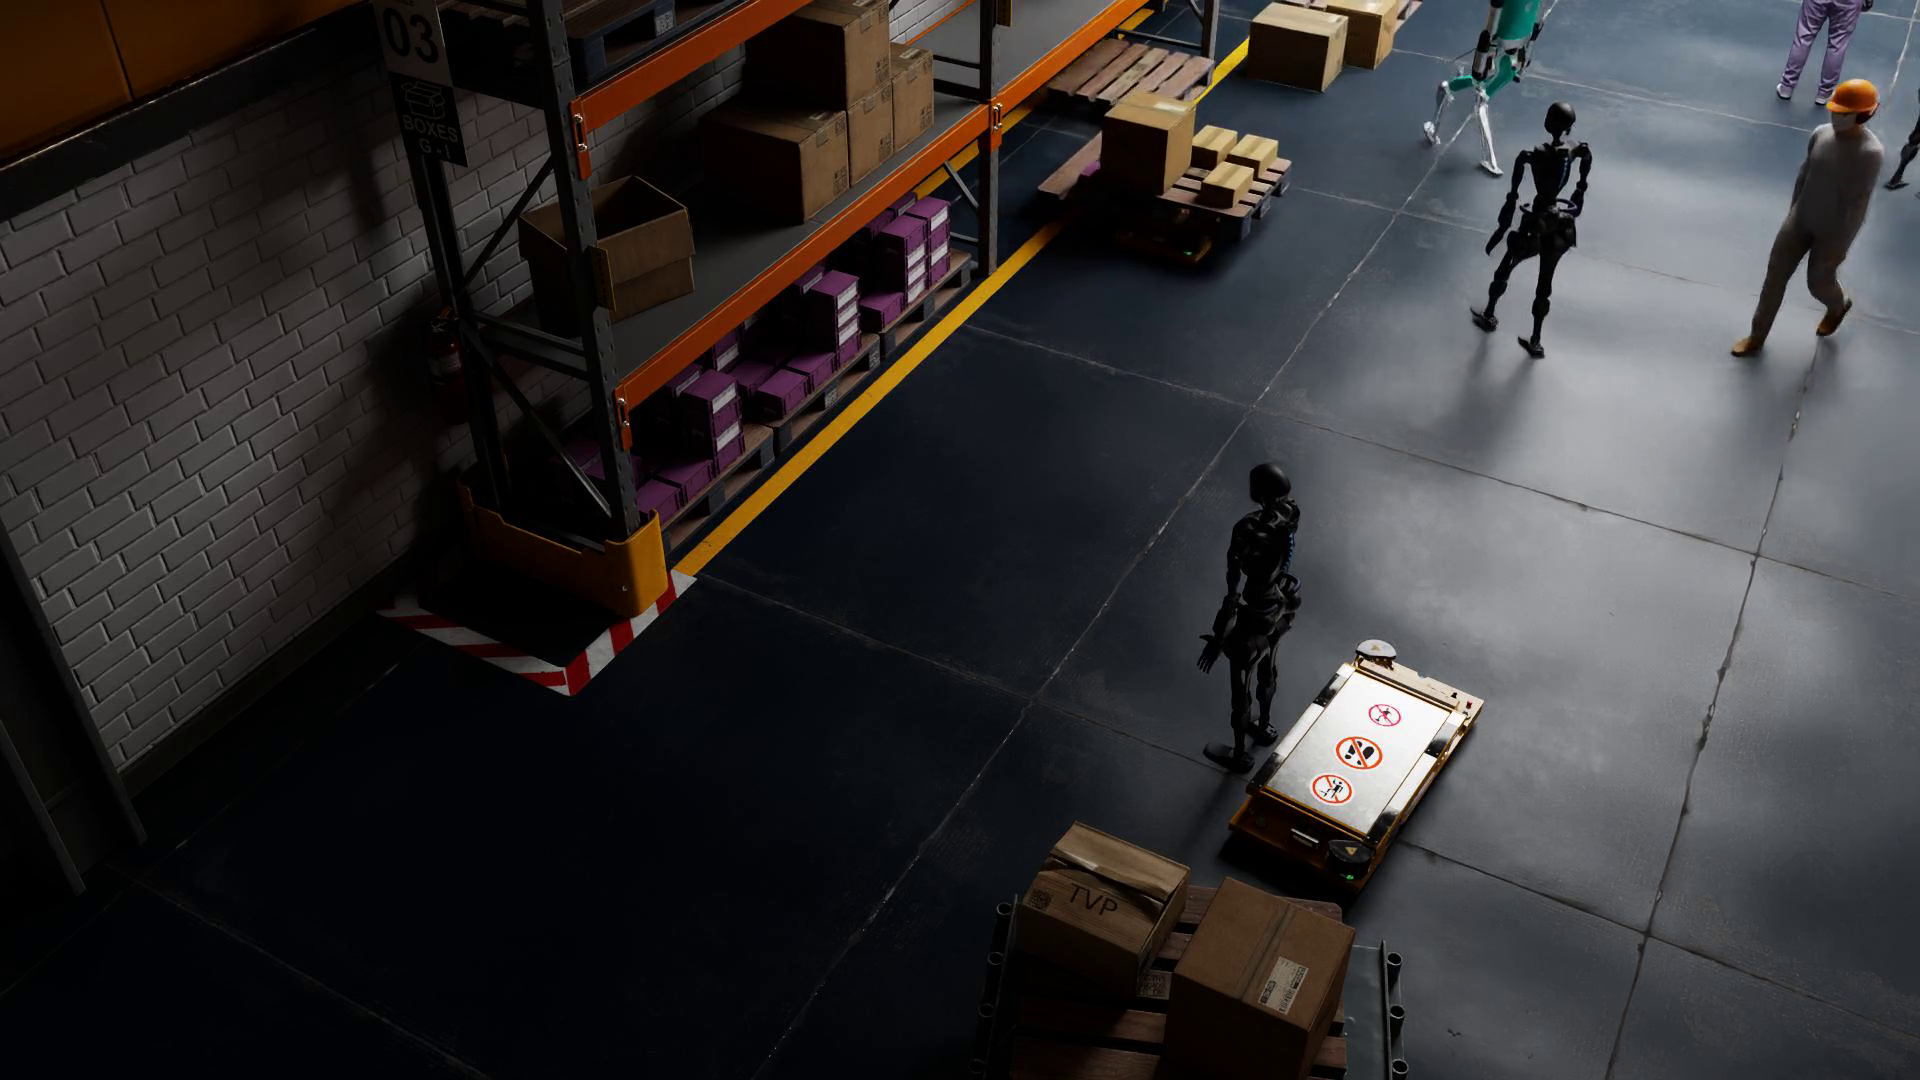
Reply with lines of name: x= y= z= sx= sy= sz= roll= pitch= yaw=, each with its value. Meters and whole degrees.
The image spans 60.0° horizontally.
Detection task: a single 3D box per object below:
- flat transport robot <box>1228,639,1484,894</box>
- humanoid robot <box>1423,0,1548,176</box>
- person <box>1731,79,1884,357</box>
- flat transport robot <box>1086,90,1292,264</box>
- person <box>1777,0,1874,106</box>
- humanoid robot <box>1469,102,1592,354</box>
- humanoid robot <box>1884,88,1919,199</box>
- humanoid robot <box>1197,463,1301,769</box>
flat transport robot: x=1.914 y=1.038 z=7.922 sx=0.659 sy=0.231 sz=1.431 roll=24 pitch=45 yaw=27
humanoid robot: x=3.962 y=-3.728 z=12.733 sx=0.554 sy=1.786 sz=0.946 roll=-15 pitch=41 yaw=-18
person: x=5.477 y=-2.026 z=10.478 sx=0.797 sy=1.865 sz=0.567 roll=-21 pitch=43 yaw=-25
flat transport robot: x=1.721 y=-2.491 z=12.334 sx=0.659 sy=0.231 sz=1.431 roll=19 pitch=42 yaw=22
person: x=7.140 y=-4.499 z=13.541 sx=0.642 sy=1.901 sz=0.404 roll=20 pitch=43 yaw=23
humanoid robot: x=3.679 y=-2.030 z=10.639 sx=0.598 sy=1.635 sz=0.661 roll=-9 pitch=39 yaw=-11
humanoid robot: x=7.318 y=-3.344 z=12.271 sx=0.356 sy=1.660 sz=0.602 roll=-13 pitch=40 yaw=-16
humanoid robot: x=1.350 y=0.350 z=7.645 sx=0.315 sy=1.655 sz=0.599 roll=29 pitch=47 yaw=31
